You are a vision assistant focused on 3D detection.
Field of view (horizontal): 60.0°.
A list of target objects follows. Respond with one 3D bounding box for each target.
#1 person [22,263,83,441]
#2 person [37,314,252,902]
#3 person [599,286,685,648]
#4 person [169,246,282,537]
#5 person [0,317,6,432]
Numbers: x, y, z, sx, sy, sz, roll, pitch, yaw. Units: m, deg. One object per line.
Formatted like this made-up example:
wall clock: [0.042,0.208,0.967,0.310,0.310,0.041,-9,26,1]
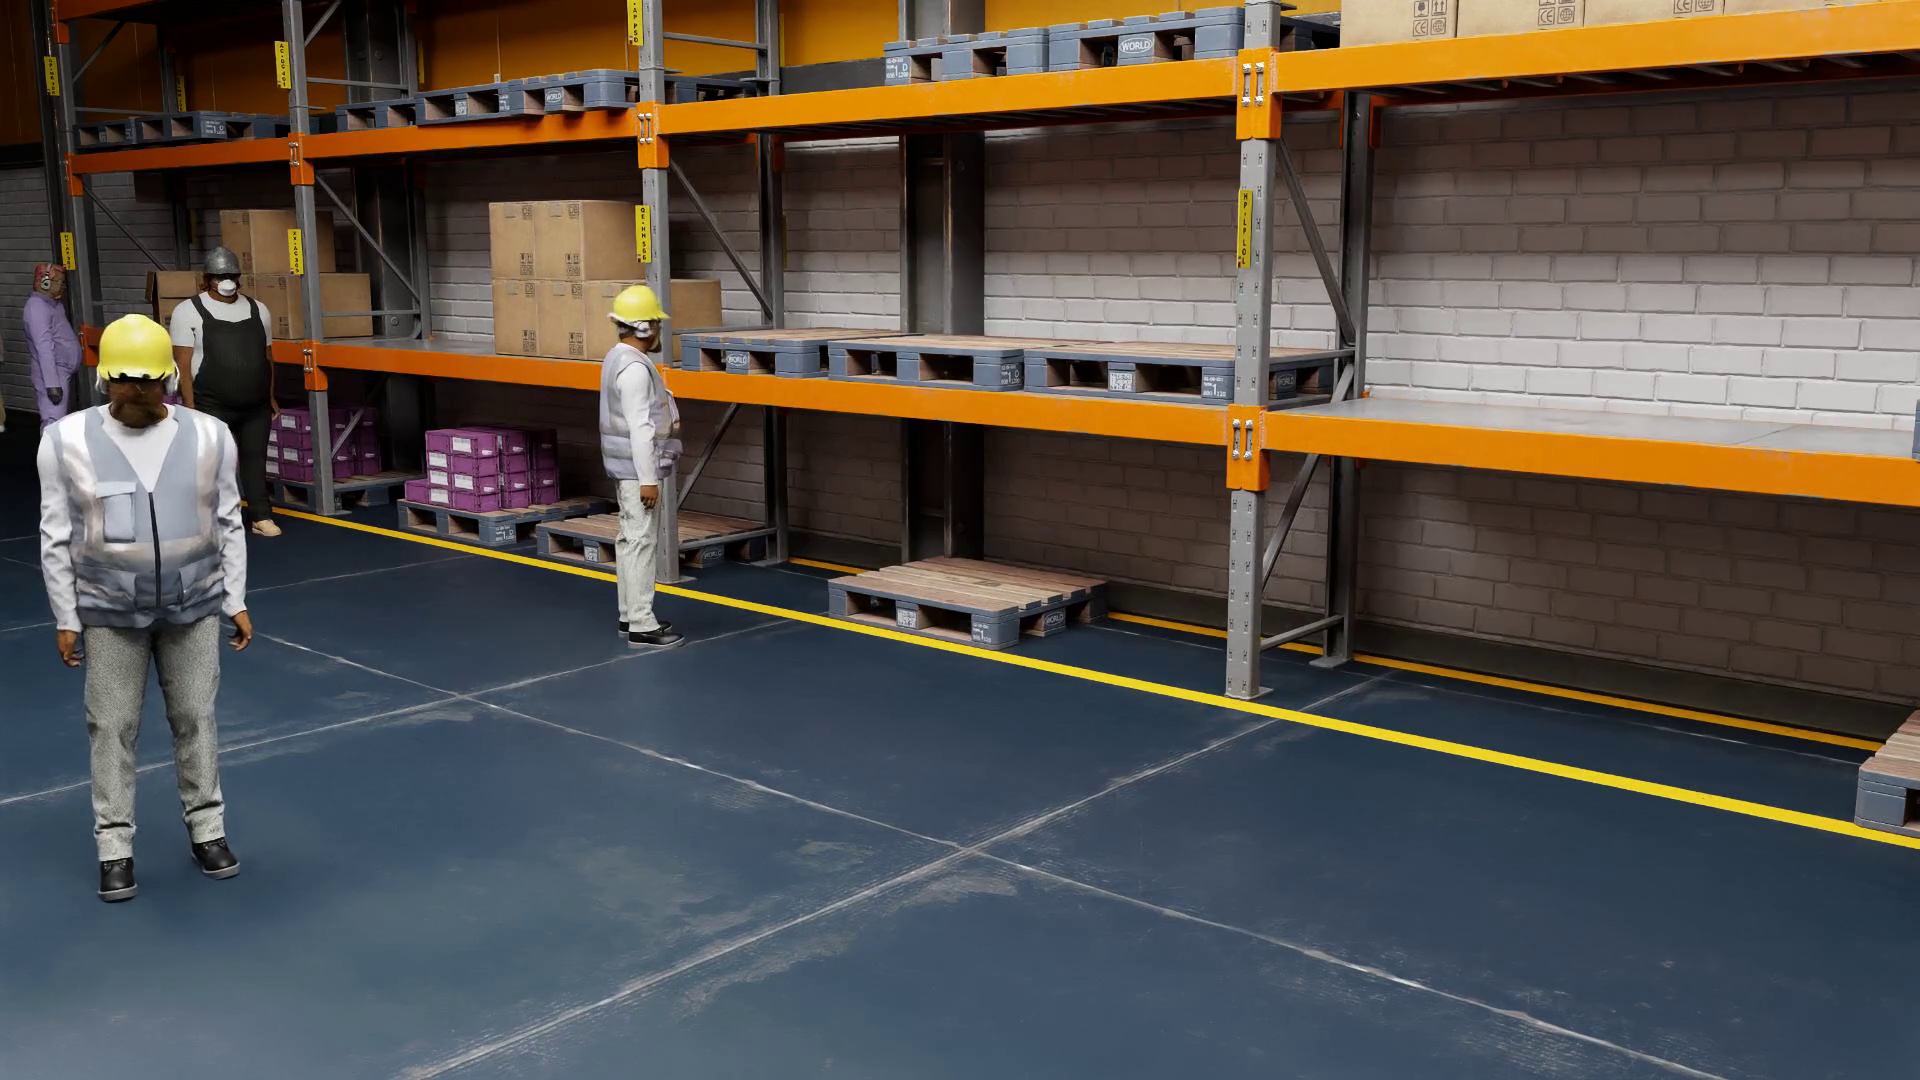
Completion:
person: [-7.367,-1.297,13.565,0.407,1.903,0.639,-5,11,-26]
person: [-2.543,0.205,5.238,0.588,1.821,0.404,-7,12,-34]
person: [-1.616,-0.368,8.468,0.404,1.830,0.602,-4,11,-19]
person: [-5.029,-1.006,11.510,0.539,2.000,0.689,9,14,43]
person: [-10.709,-1.972,18.165,0.497,1.633,0.285,-9,13,-41]
